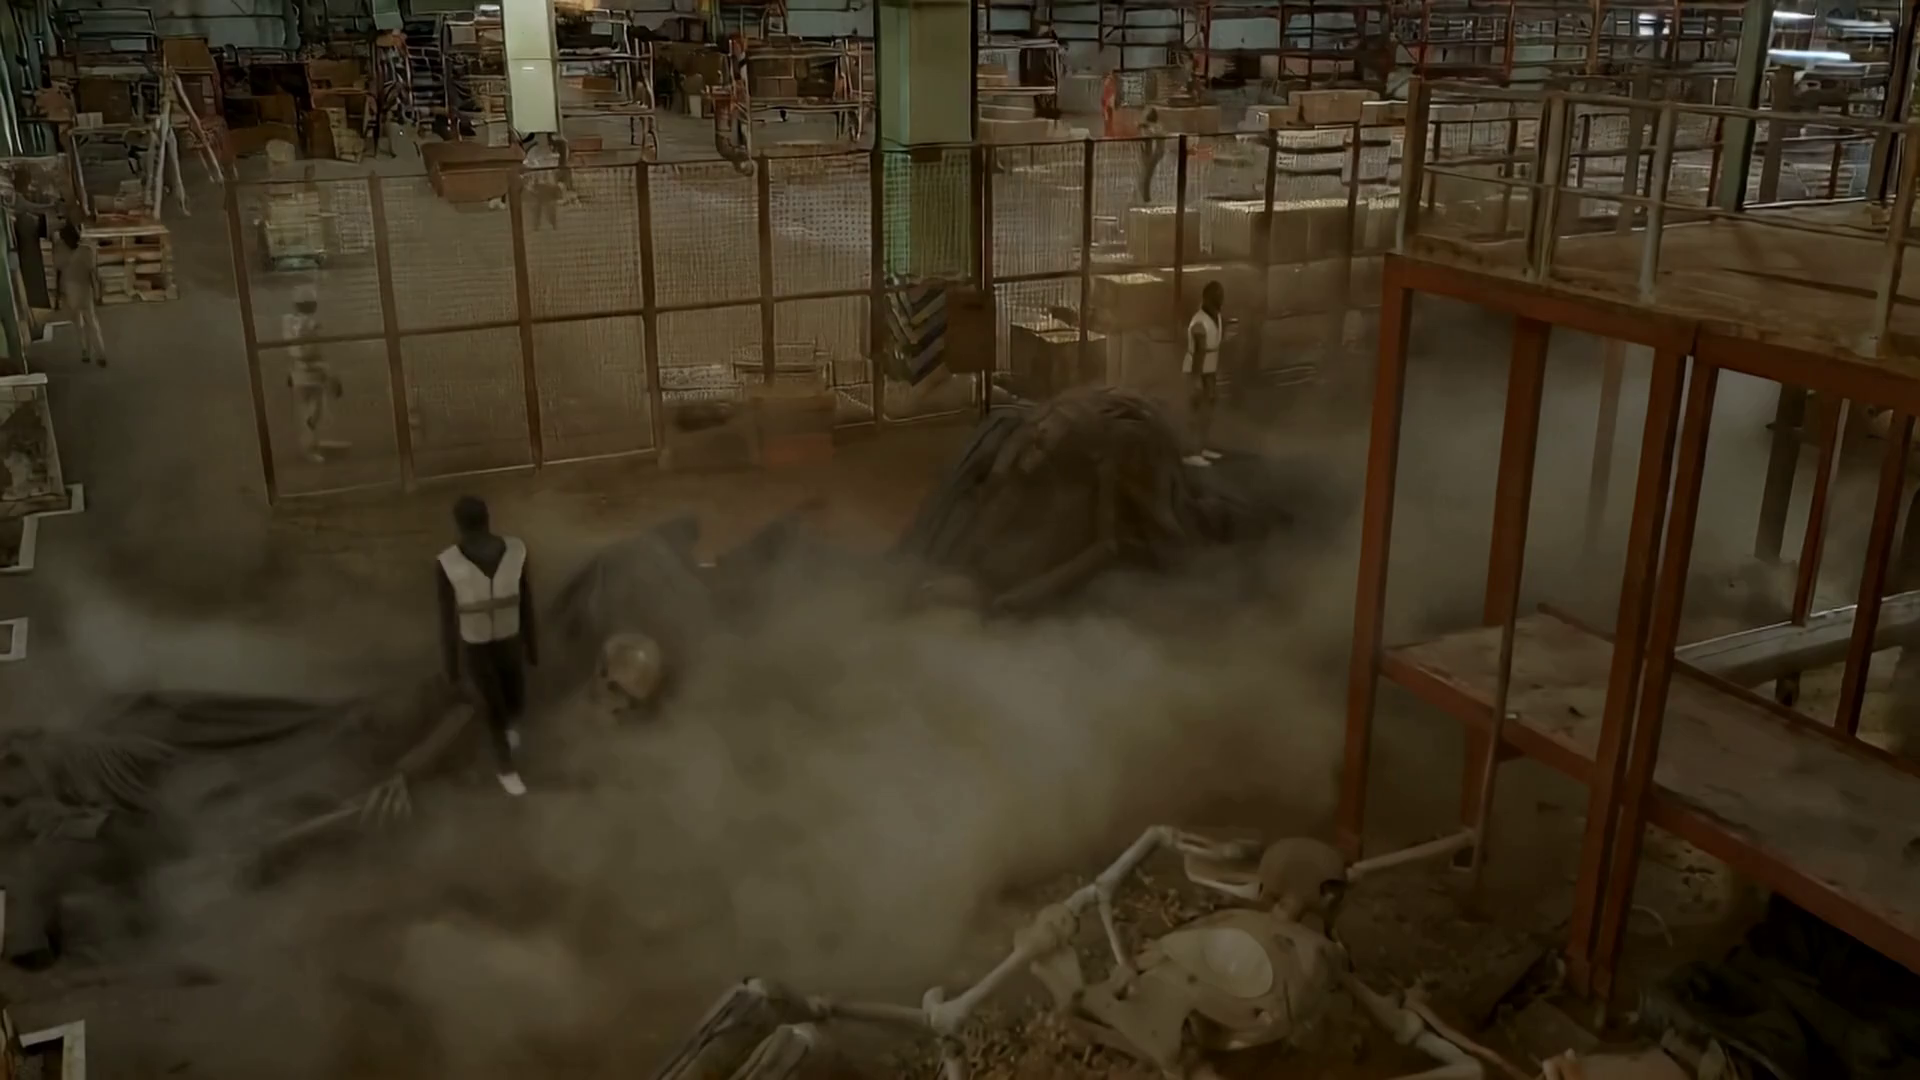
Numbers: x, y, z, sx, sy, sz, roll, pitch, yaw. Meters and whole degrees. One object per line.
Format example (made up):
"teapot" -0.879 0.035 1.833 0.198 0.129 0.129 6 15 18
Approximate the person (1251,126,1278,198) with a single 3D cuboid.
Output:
"person" 6.223 -7.334 33.407 0.964 1.894 0.575 17 25 40

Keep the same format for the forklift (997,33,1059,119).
"forklift" 2.269 -15.566 55.793 1.873 2.768 1.129 -9 21 -25

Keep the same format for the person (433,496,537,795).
"person" -2.926 0.618 10.377 0.608 1.887 0.670 -14 24 -35

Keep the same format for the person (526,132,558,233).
"person" -8.073 -6.921 32.196 0.584 1.918 0.407 -7 20 -20

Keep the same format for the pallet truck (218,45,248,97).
"pallet truck" -28.879 -18.665 66.111 0.823 1.965 1.885 -3 19 -9

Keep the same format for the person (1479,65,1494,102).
"person" 16.755 -14.110 52.954 0.366 1.962 0.614 -5 20 -15

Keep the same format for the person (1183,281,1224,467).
"person" 2.500 -1.713 17.104 0.383 1.914 0.595 8 21 23

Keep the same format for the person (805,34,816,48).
"person" -6.954 -22.496 77.262 0.618 1.967 0.686 -13 23 -33

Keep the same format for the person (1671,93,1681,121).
"person" 19.828 -11.707 46.525 0.525 1.604 0.670 -4 19 -11

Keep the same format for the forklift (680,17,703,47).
"forklift" -11.654 -21.346 72.550 1.129 2.768 1.873 3 19 10

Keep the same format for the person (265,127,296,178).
"person" -13.947 -7.566 34.205 0.635 1.818 0.723 3 19 9

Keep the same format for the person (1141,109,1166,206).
"person" 4.160 -8.255 35.867 0.536 2.000 0.688 3 19 8

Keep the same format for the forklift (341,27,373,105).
"forklift" -22.275 -17.346 60.954 1.873 2.768 1.129 -9 21 -25

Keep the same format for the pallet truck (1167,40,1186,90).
"pallet truck" 9.045 -19.971 69.895 0.823 1.965 1.885 -3 19 -8

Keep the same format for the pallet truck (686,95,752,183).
"pallet truck" -5.836 -9.608 39.856 0.823 1.965 1.885 10 22 27

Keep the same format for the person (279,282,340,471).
"person" -6.547 -1.675 16.970 0.641 1.919 0.629 13 23 33

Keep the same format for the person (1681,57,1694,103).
"person" 27.592 -17.420 62.950 0.317 1.697 0.540 1 19 2

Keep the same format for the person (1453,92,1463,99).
"person" 15.339 -13.450 51.558 0.690 1.609 0.535 15 24 37

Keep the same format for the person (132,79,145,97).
"person" -25.369 -13.405 51.420 0.522 1.631 0.324 5 20 14

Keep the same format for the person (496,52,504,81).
"person" -17.144 -17.292 62.292 0.436 1.892 0.761 2 19 7

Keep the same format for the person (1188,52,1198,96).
"person" 9.257 -18.496 66.074 0.315 1.696 0.540 -10 22 -28

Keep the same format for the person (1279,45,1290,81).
"person" 12.958 -18.822 66.666 0.370 1.931 0.544 -11 22 -28

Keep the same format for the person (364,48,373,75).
"person" -23.393 -18.644 66.247 1.008 1.852 0.629 1 19 2

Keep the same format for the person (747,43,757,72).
"person" -8.797 -19.933 69.974 0.641 1.888 1.001 -9 21 -25

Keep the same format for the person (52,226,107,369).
"person" -11.226 -3.072 21.185 0.539 1.818 0.977 -10 22 -28

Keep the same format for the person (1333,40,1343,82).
"person" 16.239 -20.448 71.365 0.371 1.941 0.627 -4 19 -11

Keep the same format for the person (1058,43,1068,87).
"person" 4.448 -20.395 71.374 0.462 1.831 0.652 -8 20 -21

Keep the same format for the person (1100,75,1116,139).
"person" 4.426 -12.943 49.737 0.526 1.860 0.333 16 24 38
